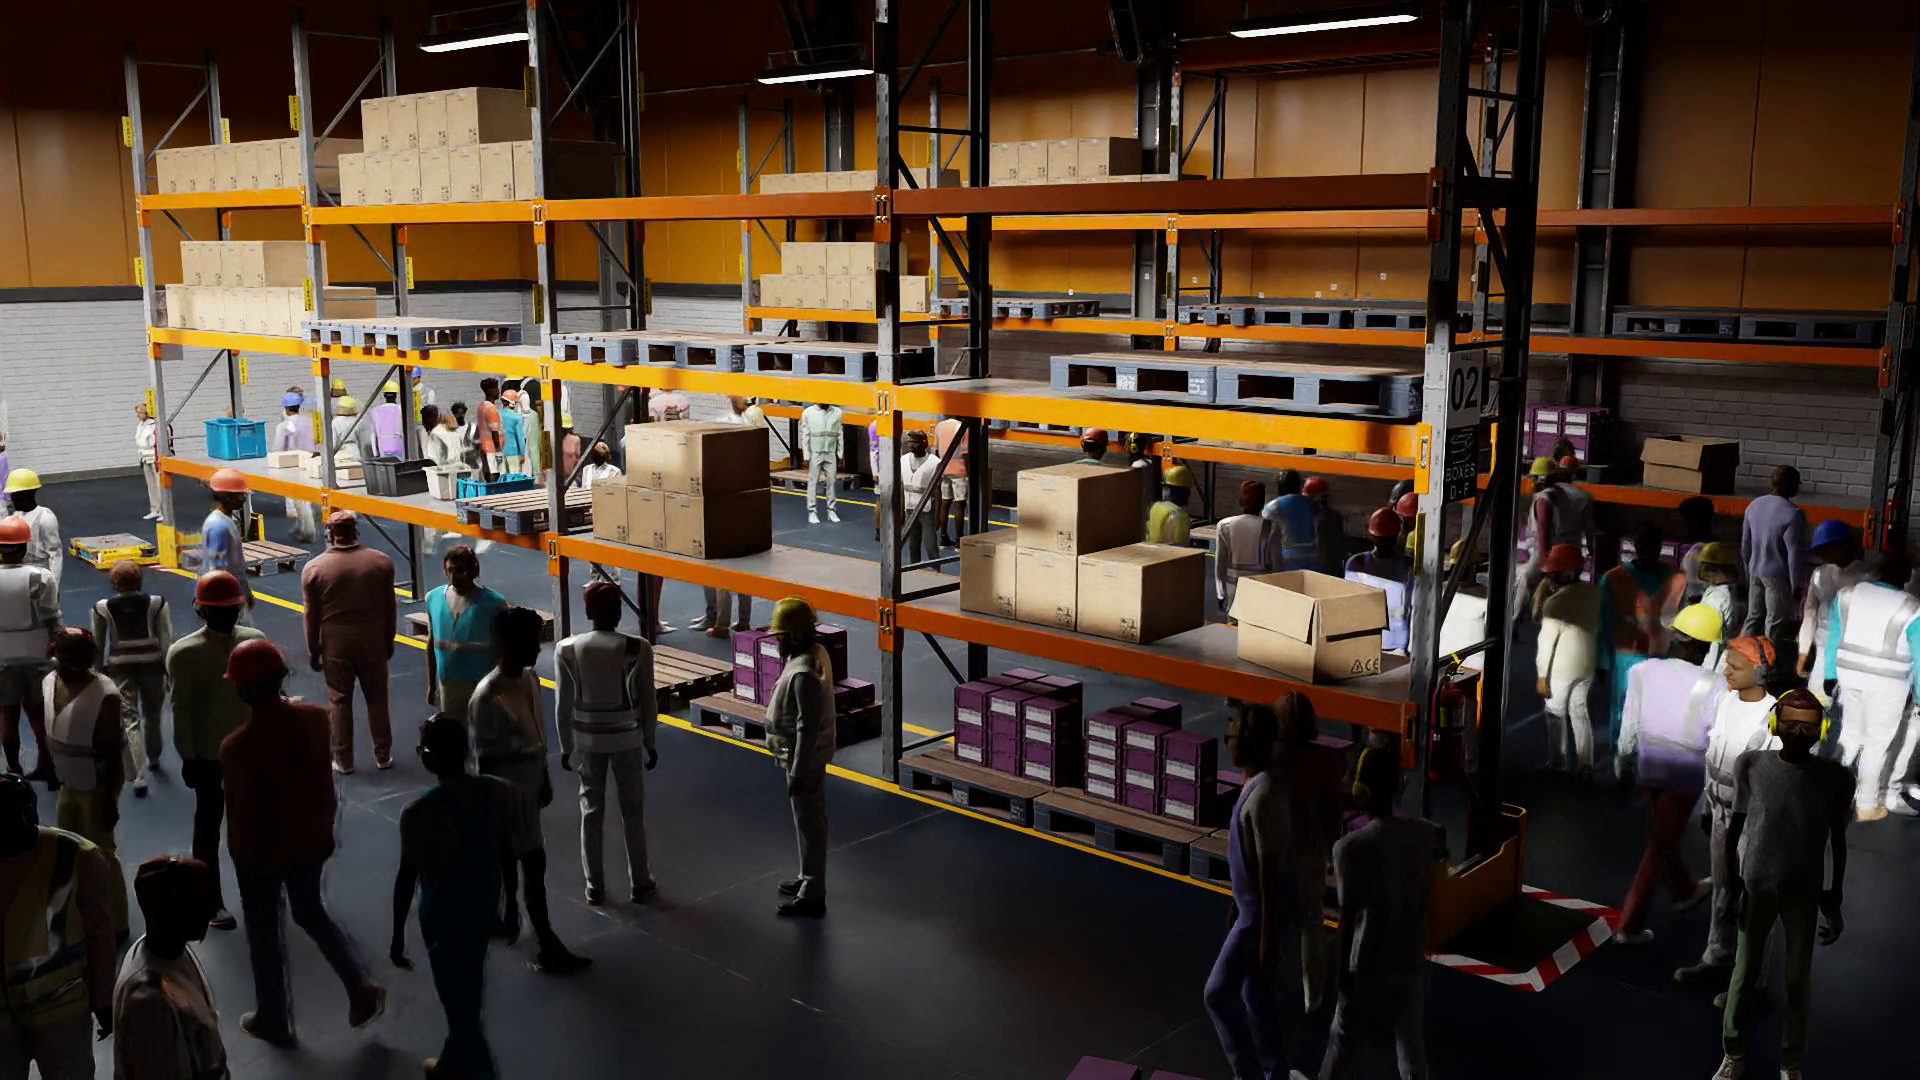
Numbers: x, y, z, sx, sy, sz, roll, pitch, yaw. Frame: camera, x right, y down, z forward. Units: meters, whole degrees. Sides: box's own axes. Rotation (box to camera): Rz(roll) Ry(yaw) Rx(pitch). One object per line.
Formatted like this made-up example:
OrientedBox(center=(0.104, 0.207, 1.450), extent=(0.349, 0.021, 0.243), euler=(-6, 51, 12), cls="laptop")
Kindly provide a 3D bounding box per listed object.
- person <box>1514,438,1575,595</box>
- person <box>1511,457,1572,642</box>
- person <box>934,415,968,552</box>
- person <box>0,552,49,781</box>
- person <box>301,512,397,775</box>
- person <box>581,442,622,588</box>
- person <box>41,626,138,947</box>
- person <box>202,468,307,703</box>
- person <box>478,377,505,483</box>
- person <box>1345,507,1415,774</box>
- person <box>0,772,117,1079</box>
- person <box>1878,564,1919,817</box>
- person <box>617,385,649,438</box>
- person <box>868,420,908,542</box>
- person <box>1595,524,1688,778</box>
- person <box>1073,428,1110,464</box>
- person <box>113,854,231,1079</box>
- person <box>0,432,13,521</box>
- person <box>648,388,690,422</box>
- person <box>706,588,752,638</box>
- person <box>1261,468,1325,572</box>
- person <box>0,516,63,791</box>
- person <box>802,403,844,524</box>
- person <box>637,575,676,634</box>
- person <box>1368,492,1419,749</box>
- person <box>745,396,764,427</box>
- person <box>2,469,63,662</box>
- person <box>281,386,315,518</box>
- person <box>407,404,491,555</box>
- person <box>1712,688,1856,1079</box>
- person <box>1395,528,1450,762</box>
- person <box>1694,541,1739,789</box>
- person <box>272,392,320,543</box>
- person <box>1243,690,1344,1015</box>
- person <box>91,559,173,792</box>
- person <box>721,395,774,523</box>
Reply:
OrientedBox(center=(5.832, -0.088, 16.613), extent=(0.927, 1.908, 0.631), euler=(9, 13, 40), cls="person")
OrientedBox(center=(5.465, 0.107, 15.779), extent=(0.833, 1.791, 0.591), euler=(9, 14, 43), cls="person")
OrientedBox(center=(-0.067, -0.838, 20.644), extent=(0.369, 1.963, 0.608), euler=(-9, 14, -43), cls="person")
OrientedBox(center=(-6.770, 0.858, 11.681), extent=(0.761, 1.732, 0.548), euler=(1, 10, 5), cls="person")
OrientedBox(center=(-4.383, 0.735, 11.981), extent=(0.643, 1.891, 0.394), euler=(-5, 11, -27), cls="person")
OrientedBox(center=(-3.945, -0.268, 18.342), extent=(0.513, 1.640, 0.309), euler=(4, 11, 21), cls="person")
OrientedBox(center=(-4.668, 1.316, 8.902), extent=(0.689, 1.808, 0.405), euler=(7, 12, 33), cls="person")
OrientedBox(center=(-5.715, 0.425, 13.358), extent=(0.854, 2.010, 0.621), euler=(-4, 11, -21), cls="person")
OrientedBox(center=(-6.493, -1.275, 23.111), extent=(0.367, 1.966, 0.607), euler=(-6, 12, -32), cls="person")
OrientedBox(center=(3.012, 0.721, 11.904), extent=(0.551, 1.936, 0.357), euler=(1, 10, 7), cls="person")
OrientedBox(center=(-3.531, 1.763, 6.287), extent=(0.633, 1.842, 0.429), euler=(-2, 10, -12), cls="person")
OrientedBox(center=(6.406, 0.898, 11.082), extent=(0.682, 1.881, 0.391), euler=(-9, 13, -40), cls="person")
OrientedBox(center=(-4.622, -1.414, 23.940), extent=(0.537, 1.947, 0.644), euler=(3, 10, 15), cls="person")
OrientedBox(center=(-0.911, -0.917, 21.217), extent=(0.392, 1.923, 0.553), euler=(9, 13, 41), cls="person")
OrientedBox(center=(4.708, 0.826, 11.482), extent=(0.625, 1.865, 0.985), euler=(1, 10, 8), cls="person")
OrientedBox(center=(1.319, -0.118, 16.404), extent=(0.610, 2.032, 0.405), euler=(9, 13, 40), cls="person")
OrientedBox(center=(-2.505, 1.912, 5.355), extent=(0.368, 1.879, 0.579), euler=(-4, 11, -19), cls="person")
OrientedBox(center=(-11.382, -0.483, 19.587), extent=(0.525, 1.631, 0.313), euler=(3, 11, 18), cls="person")
OrientedBox(center=(-4.181, -1.402, 23.907), extent=(0.629, 1.940, 0.376), euler=(-6, 11, -29), cls="person")
OrientedBox(center=(-2.244, 0.027, 16.101), extent=(0.429, 1.844, 0.627), euler=(9, 13, 41), cls="person")
OrientedBox(center=(3.026, 0.268, 14.911), extent=(0.638, 1.801, 0.794), euler=(-3, 11, -19), cls="person")
OrientedBox(center=(-6.472, 0.794, 11.491), extent=(0.542, 1.938, 0.358), euler=(-3, 10, -15), cls="person")
OrientedBox(center=(-1.872, -1.182, 22.749), extent=(0.591, 1.911, 0.390), euler=(-4, 11, -24), cls="person")
OrientedBox(center=(-3.012, -0.023, 16.213), extent=(0.398, 1.908, 0.599), euler=(-6, 12, -31), cls="person")
OrientedBox(center=(3.307, 0.619, 12.359), extent=(0.621, 1.986, 0.409), euler=(-6, 12, -30), cls="person")
OrientedBox(center=(-3.046, -1.370, 24.288), extent=(0.356, 1.741, 0.568), euler=(3, 10, 15), cls="person")
OrientedBox(center=(-7.801, 0.353, 14.016), extent=(0.595, 1.924, 0.376), euler=(6, 12, 33), cls="person")
OrientedBox(center=(-9.274, -1.226, 23.220), extent=(0.347, 1.838, 0.501), euler=(0, 10, 2), cls="person")
OrientedBox(center=(-6.291, -0.742, 20.431), extent=(0.977, 1.851, 0.595), euler=(-4, 11, -21), cls="person")
OrientedBox(center=(3.623, 1.561, 7.337), extent=(0.513, 1.877, 0.328), euler=(5, 11, 26), cls="person")
OrientedBox(center=(3.352, 0.772, 12.206), extent=(0.488, 1.737, 0.322), euler=(1, 10, 6), cls="person")
OrientedBox(center=(5.229, 0.870, 11.615), extent=(0.294, 1.744, 0.486), euler=(6, 12, 31), cls="person")
OrientedBox(center=(-8.521, -0.919, 21.211), extent=(0.791, 1.915, 0.628), euler=(4, 11, 22), cls="person")
OrientedBox(center=(1.621, 1.534, 8.161), extent=(0.500, 1.636, 0.284), euler=(0, 10, 0), cls="person")
OrientedBox(center=(-5.801, 0.934, 11.688), extent=(0.523, 1.585, 0.879), euler=(-5, 11, -25), cls="person")
OrientedBox(center=(-2.926, -1.062, 22.278), extent=(0.974, 1.833, 0.595), euler=(4, 11, 23), cls="person")
